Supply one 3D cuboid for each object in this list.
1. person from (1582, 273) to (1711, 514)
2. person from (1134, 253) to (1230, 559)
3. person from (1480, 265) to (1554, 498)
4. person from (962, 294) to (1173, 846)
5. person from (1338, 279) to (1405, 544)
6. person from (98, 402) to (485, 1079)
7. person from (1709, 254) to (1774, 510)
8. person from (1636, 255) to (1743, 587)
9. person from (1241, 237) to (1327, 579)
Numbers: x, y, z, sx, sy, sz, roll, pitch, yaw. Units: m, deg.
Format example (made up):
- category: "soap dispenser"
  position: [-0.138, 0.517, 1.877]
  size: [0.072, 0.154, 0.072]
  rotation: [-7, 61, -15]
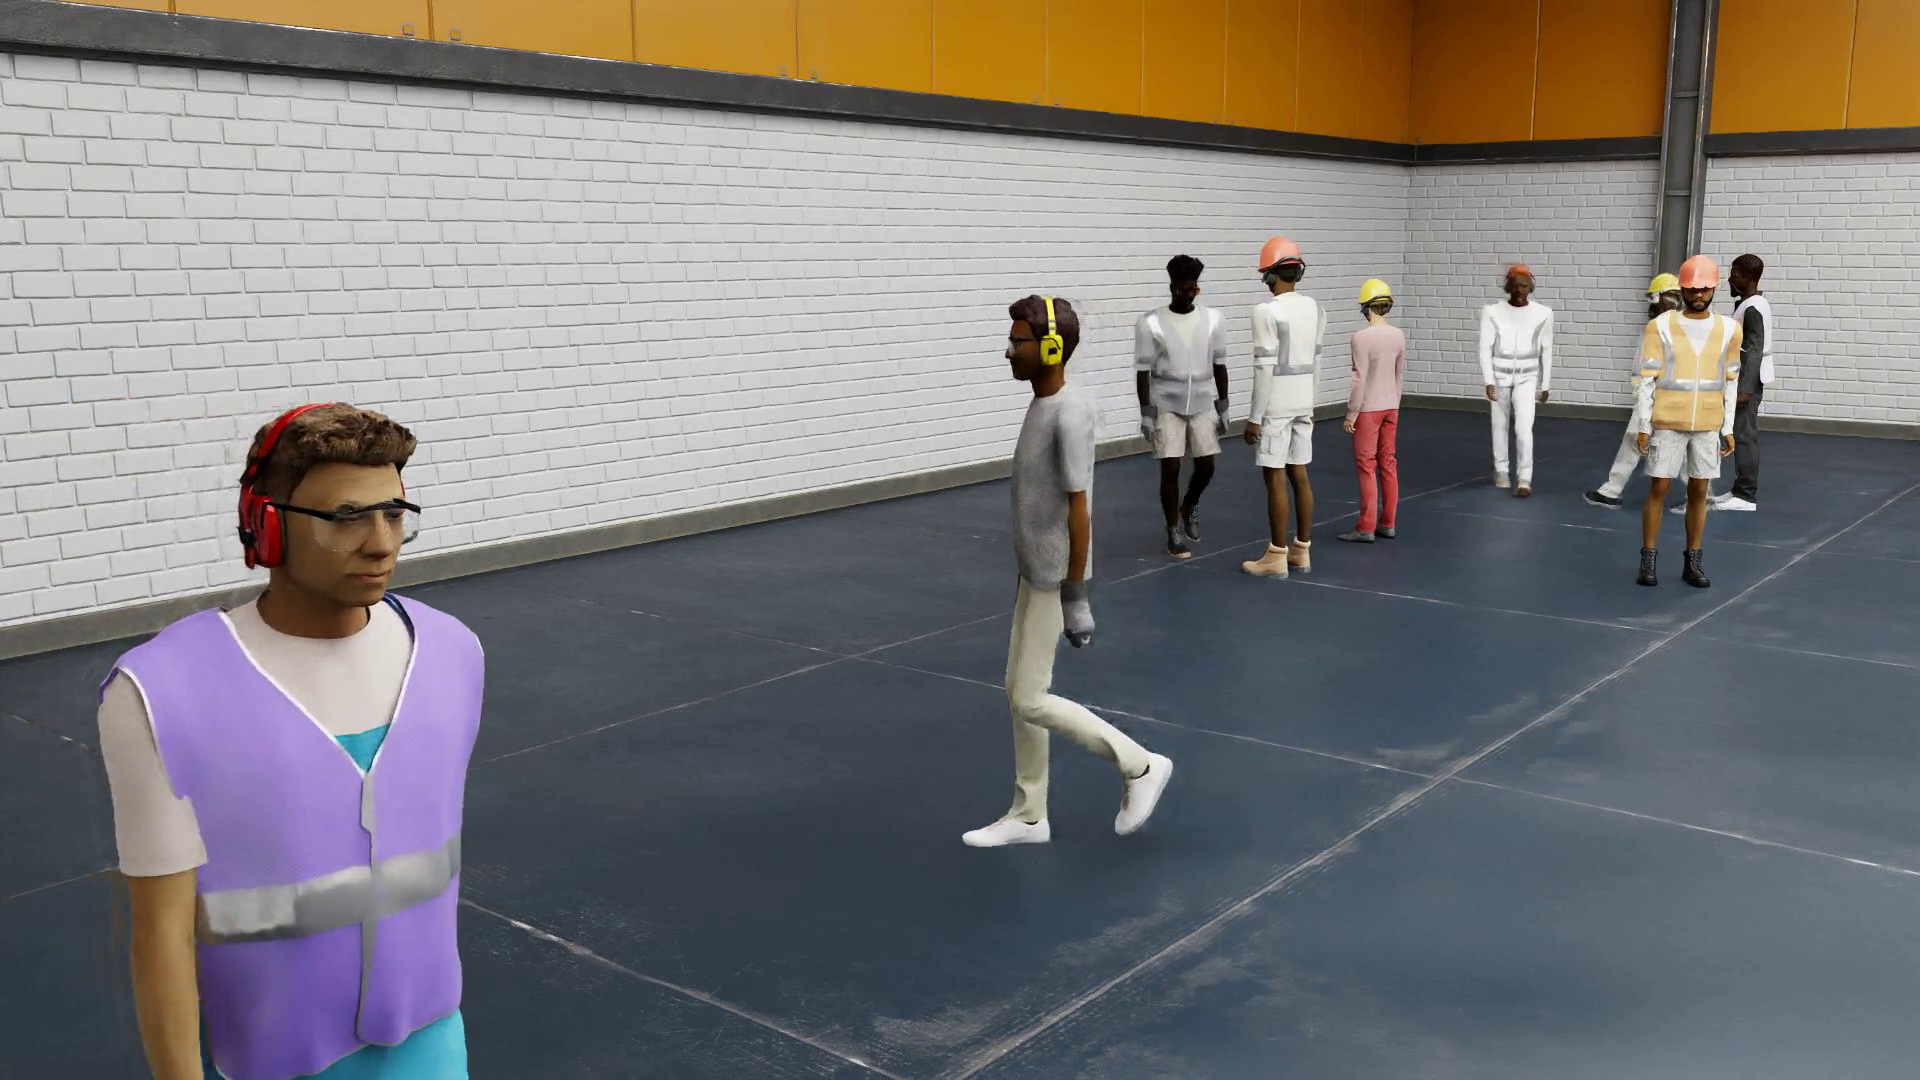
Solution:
- category: "person"
  position: [5.212, -1.085, 12.393]
  size: [0.906, 1.778, 0.607]
  rotation: [9, 14, 42]
- category: "person"
  position: [1.415, -0.850, 10.625]
  size: [0.646, 1.939, 0.570]
  rotation: [-2, 10, -9]
- category: "person"
  position: [4.428, -1.271, 13.283]
  size: [0.566, 1.831, 1.028]
  rotation: [3, 11, 16]
- category: "person"
  position: [0.341, 0.123, 5.475]
  size: [0.602, 1.855, 0.516]
  rotation: [-1, 10, -7]
- category: "person"
  position: [2.762, -0.860, 11.161]
  size: [0.535, 1.766, 0.311]
  rotation: [-8, 13, -39]
- category: "person"
  position: [-0.935, 0.698, 2.380]
  size: [0.793, 1.818, 0.568]
  rotation: [8, 13, 38]
- category: "person"
  position: [5.909, -1.178, 12.496]
  size: [0.372, 1.916, 0.597]
  rotation: [4, 11, 21]
- category: "person"
  position: [4.241, -0.680, 9.687]
  size: [0.551, 1.934, 0.373]
  rotation: [2, 10, 10]
- category: "person"
  position: [1.918, -0.789, 10.014]
  size: [0.610, 2.036, 0.400]
  rotation: [-9, 14, -41]
